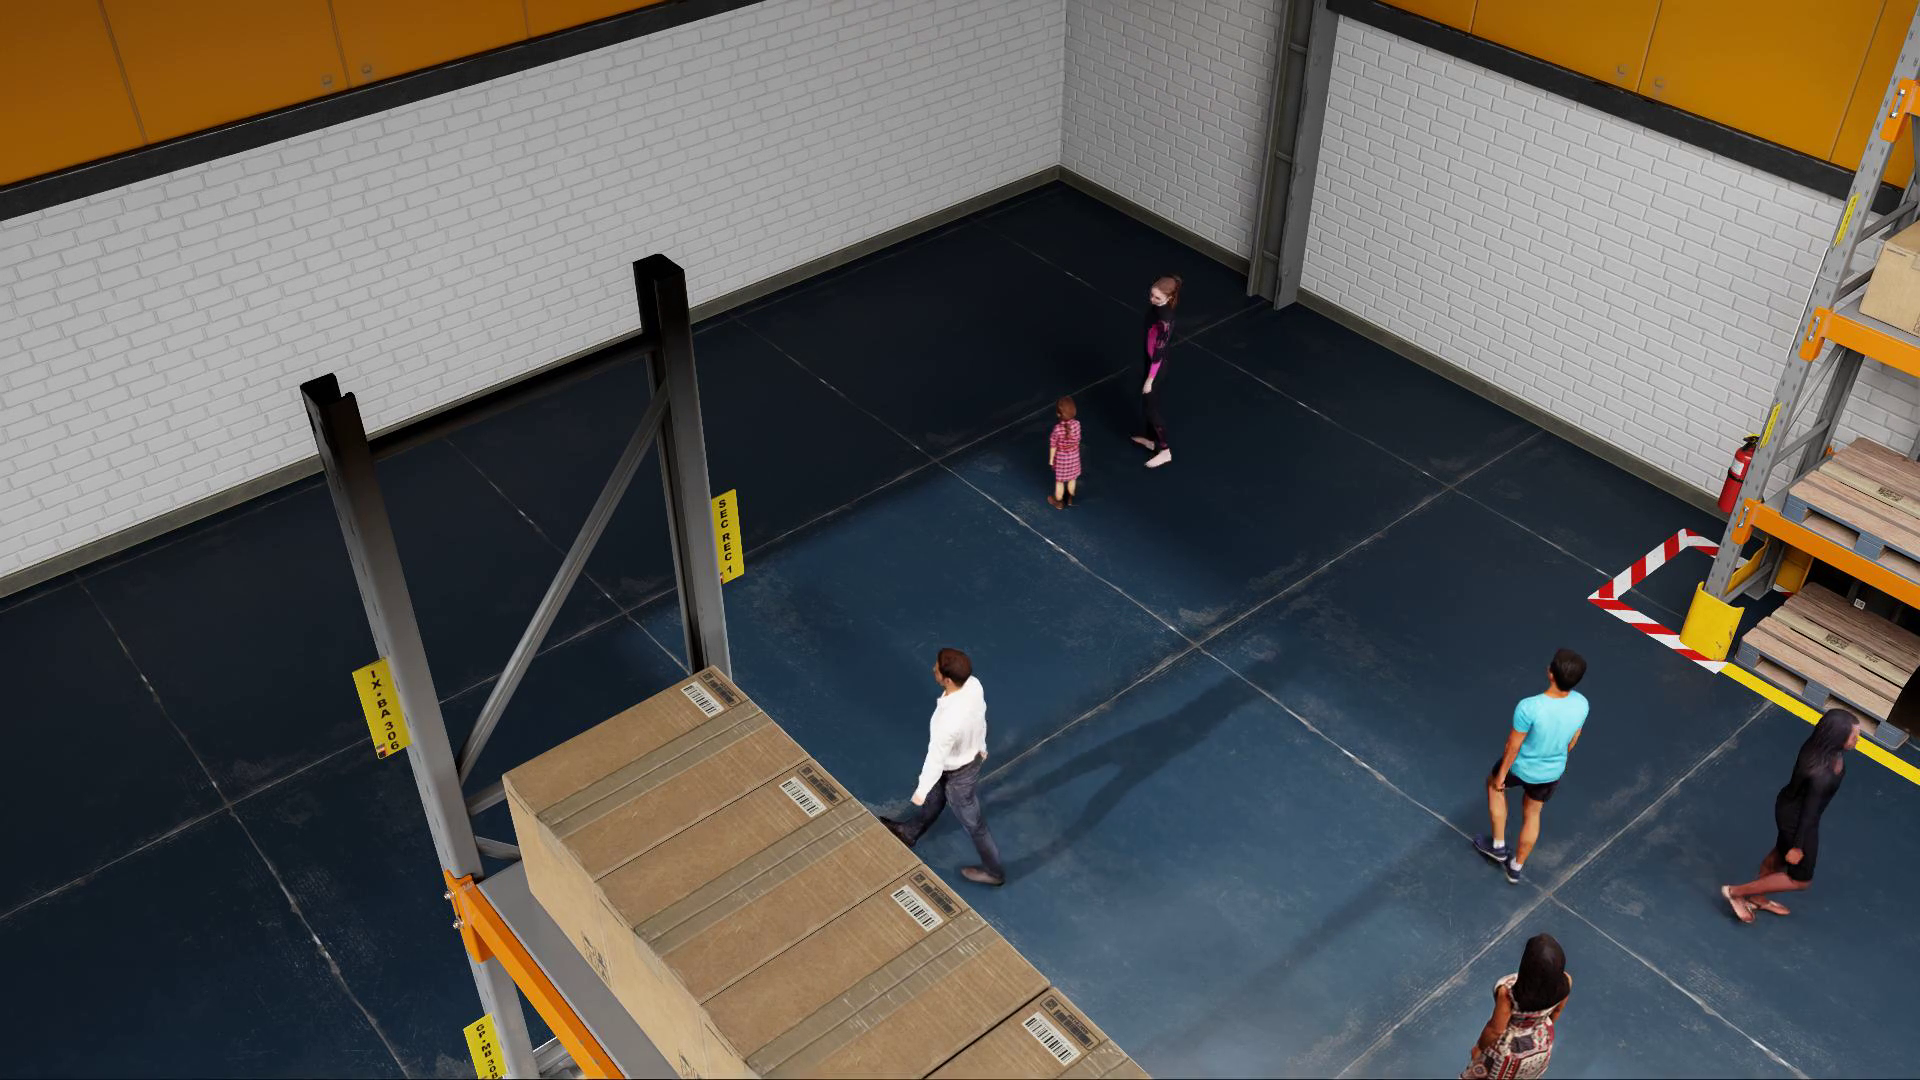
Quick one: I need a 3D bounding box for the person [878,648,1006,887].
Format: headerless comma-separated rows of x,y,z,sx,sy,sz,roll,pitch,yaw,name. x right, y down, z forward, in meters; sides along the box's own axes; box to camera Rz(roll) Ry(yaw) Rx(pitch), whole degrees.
0.081,1.402,9.856,1.240,1.837,1.054,13,40,16,person

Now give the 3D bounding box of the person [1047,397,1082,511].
0.830,-0.685,13.122,0.470,1.022,0.503,-16,41,-19,person

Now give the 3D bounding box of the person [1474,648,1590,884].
3.454,1.417,9.898,0.768,1.761,0.796,-5,39,-6,person

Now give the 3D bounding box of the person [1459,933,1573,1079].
2.850,2.581,8.534,0.717,1.645,0.667,-12,40,-14,person

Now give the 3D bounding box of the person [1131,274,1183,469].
1.586,-1.430,13.493,0.804,1.724,0.757,15,41,18,person

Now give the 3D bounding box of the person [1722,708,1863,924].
4.815,1.632,9.667,0.766,1.714,0.751,16,41,19,person
